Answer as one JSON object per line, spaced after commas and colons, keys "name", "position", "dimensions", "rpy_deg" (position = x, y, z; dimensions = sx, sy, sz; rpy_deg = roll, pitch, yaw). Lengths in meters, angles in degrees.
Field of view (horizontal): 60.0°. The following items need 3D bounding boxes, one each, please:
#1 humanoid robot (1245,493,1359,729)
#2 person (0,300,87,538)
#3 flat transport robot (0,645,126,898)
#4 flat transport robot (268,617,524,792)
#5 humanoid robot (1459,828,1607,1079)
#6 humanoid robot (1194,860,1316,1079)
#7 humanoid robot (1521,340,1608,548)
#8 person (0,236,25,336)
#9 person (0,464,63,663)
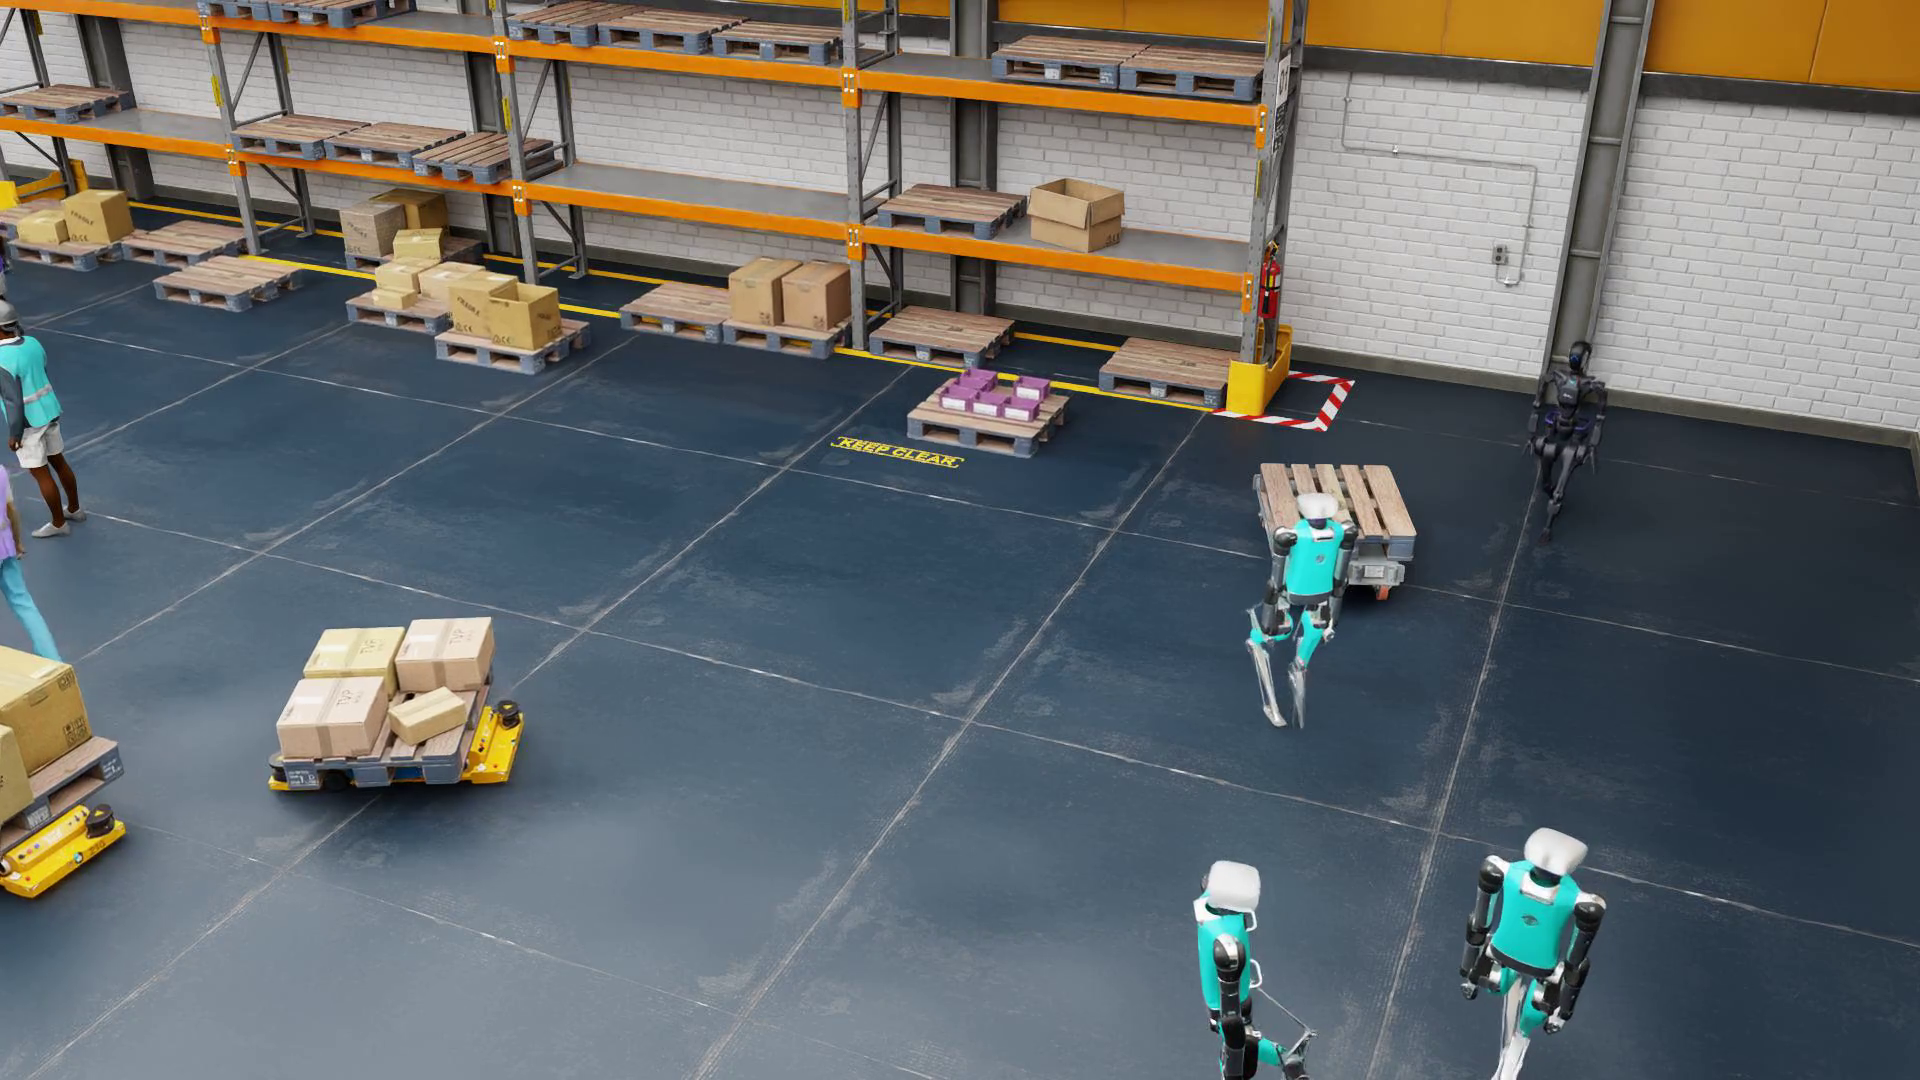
{"name": "humanoid robot", "position": [2.072, 0.475, 10.513], "dimensions": [0.537, 1.880, 0.730], "rpy_deg": [-6, 28, -12]}
{"name": "person", "position": [-7.212, -0.944, 12.941], "dimensions": [0.425, 1.938, 0.564], "rpy_deg": [1, 27, 2]}
{"name": "flat transport robot", "position": [-5.675, 1.661, 9.711], "dimensions": [1.431, 0.231, 0.659], "rpy_deg": [11, 29, 21]}
{"name": "flat transport robot", "position": [-3.516, 1.291, 10.428], "dimensions": [1.431, 0.231, 0.659], "rpy_deg": [-2, 27, -4]}
{"name": "humanoid robot", "position": [2.587, 1.941, 7.544], "dimensions": [0.564, 1.739, 0.924], "rpy_deg": [17, 32, 29]}
{"name": "humanoid robot", "position": [1.331, 2.191, 7.204], "dimensions": [0.726, 1.897, 0.541], "rpy_deg": [0, 27, 0]}
{"name": "humanoid robot", "position": [4.757, -0.811, 13.010], "dimensions": [0.603, 1.626, 0.752], "rpy_deg": [17, 32, 29]}
{"name": "person", "position": [-9.627, -2.685, 16.322], "dimensions": [0.451, 1.948, 0.637], "rpy_deg": [10, 29, 18]}
{"name": "person", "position": [-6.462, 0.113, 11.049], "dimensions": [0.900, 1.799, 0.588], "rpy_deg": [17, 32, 29]}
